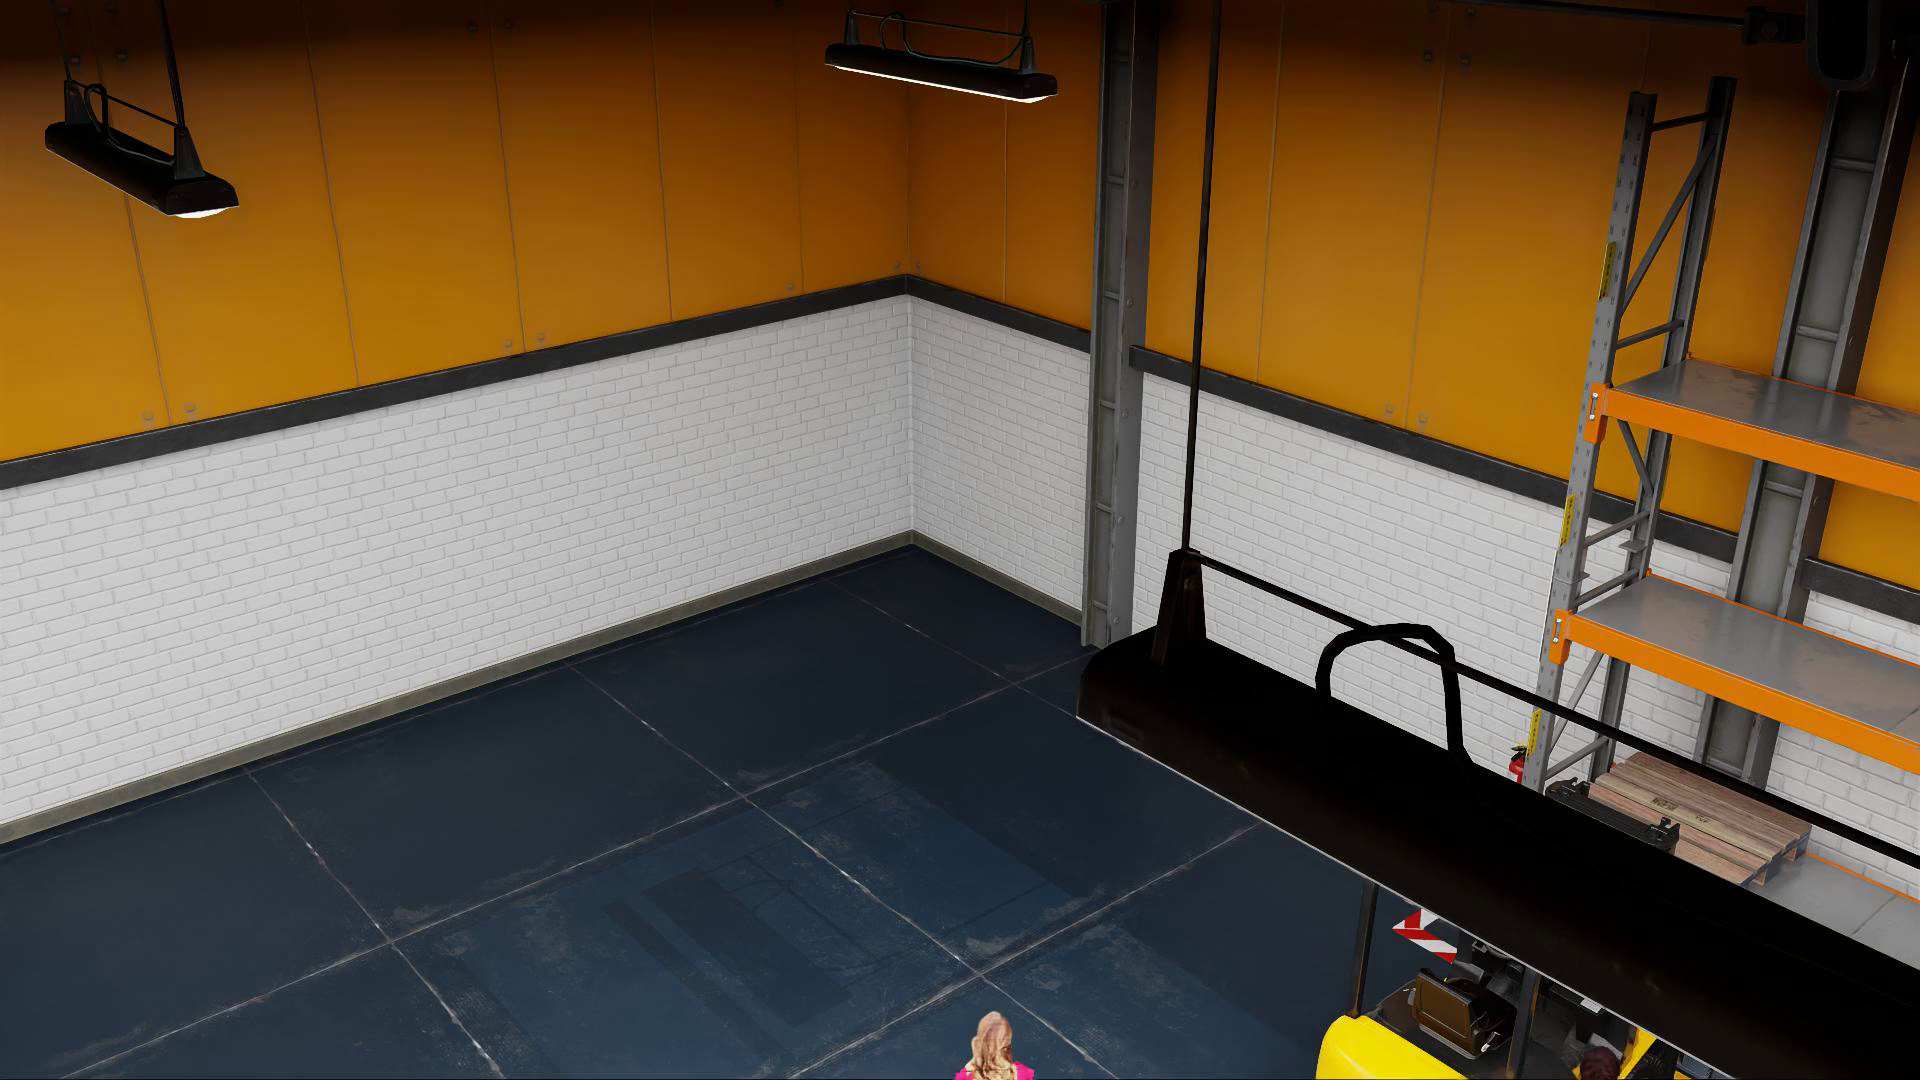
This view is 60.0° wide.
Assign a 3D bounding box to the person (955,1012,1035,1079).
[{"bbox_3d":[0.187,3.313,8.819,0.723,1.715,0.781,1,24,2],"label":"person"}]
